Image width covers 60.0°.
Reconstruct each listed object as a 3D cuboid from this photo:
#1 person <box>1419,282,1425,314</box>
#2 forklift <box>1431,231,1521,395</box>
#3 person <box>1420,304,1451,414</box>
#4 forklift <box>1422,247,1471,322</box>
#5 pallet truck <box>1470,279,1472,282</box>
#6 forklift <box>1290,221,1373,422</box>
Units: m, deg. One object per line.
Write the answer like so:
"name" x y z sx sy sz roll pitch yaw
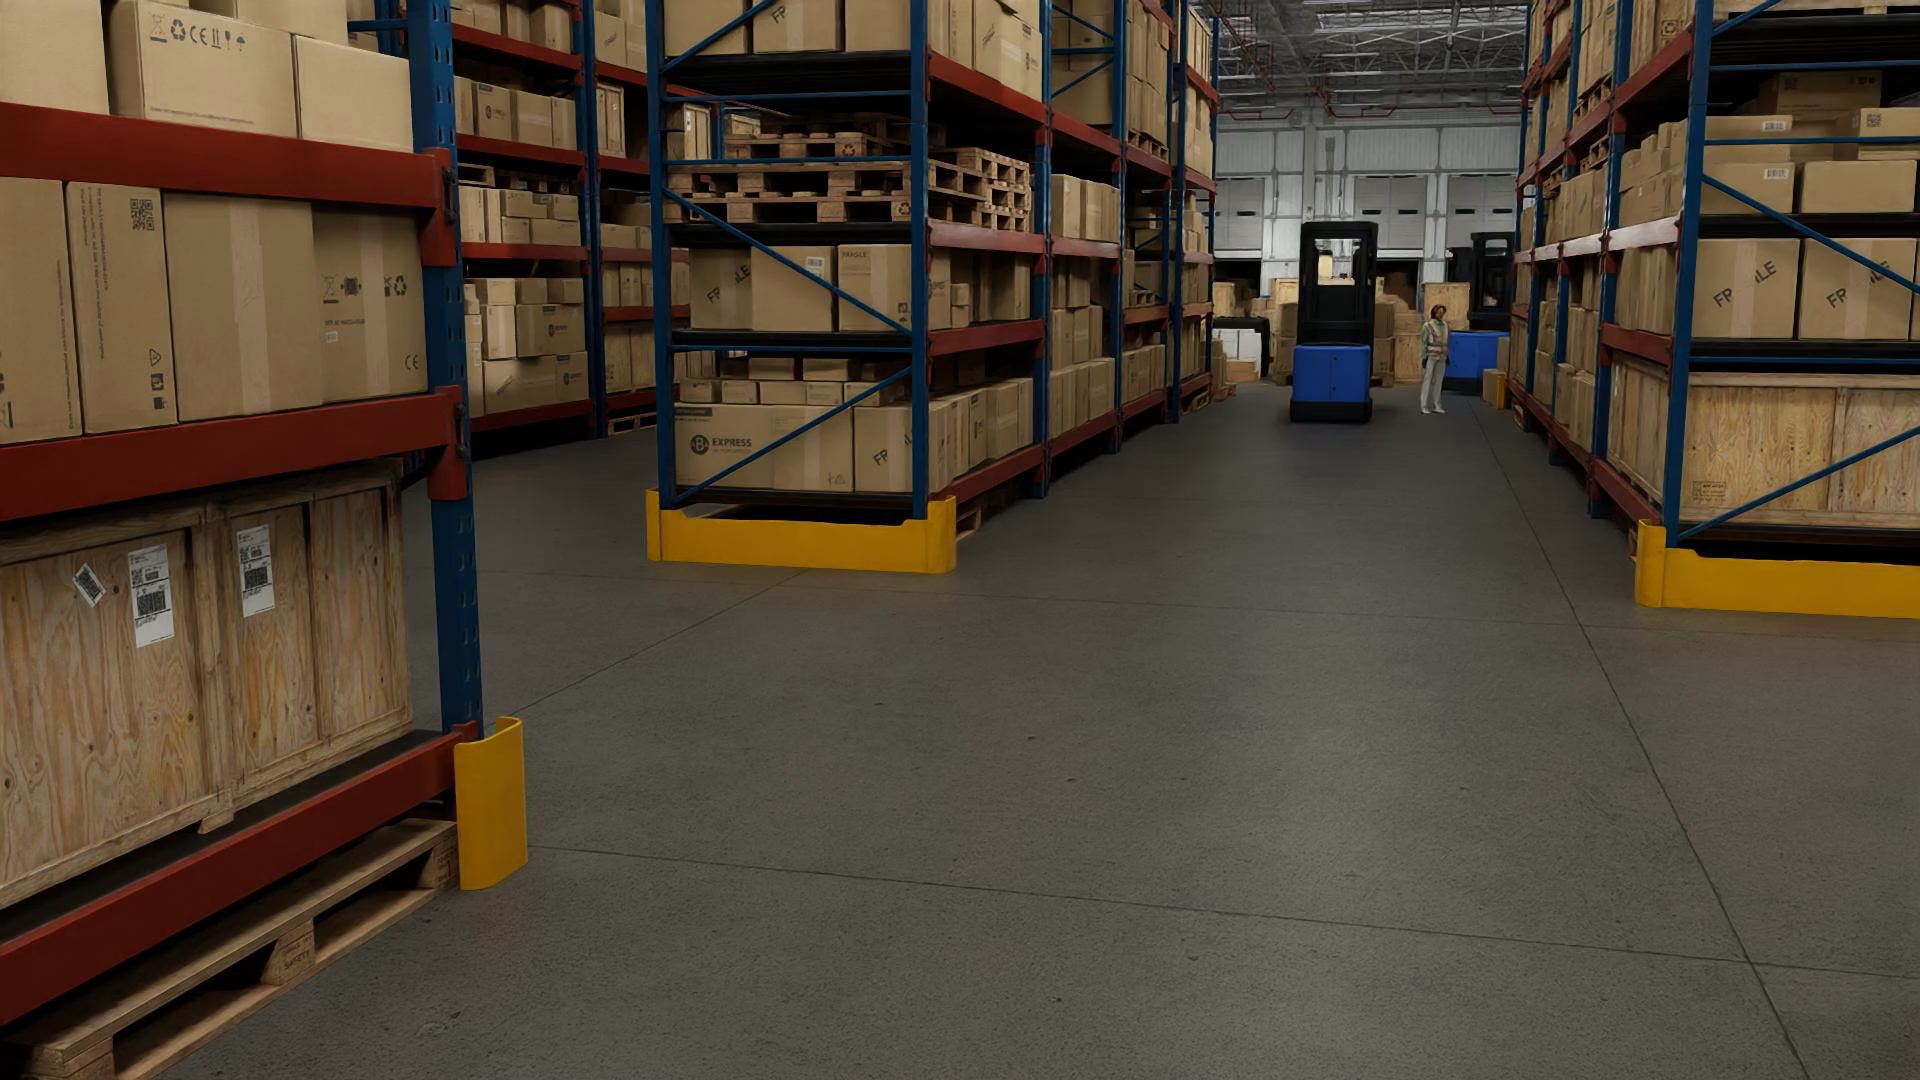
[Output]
"person" 13.898 -6.725 49.573 0.509 1.932 0.669 -3 9 -17
"forklift" 9.325 -3.983 29.078 1.873 2.768 1.129 -5 10 -30
"person" 7.093 -2.692 24.806 0.522 1.638 0.310 -4 10 -25
"forklift" 12.944 -6.205 43.194 1.873 2.768 1.129 1 9 7
"pallet truck" 18.896 -8.459 60.307 1.885 1.965 0.823 5 10 31
"forklift" 5.342 -3.136 23.694 1.129 2.768 1.873 2 9 15
